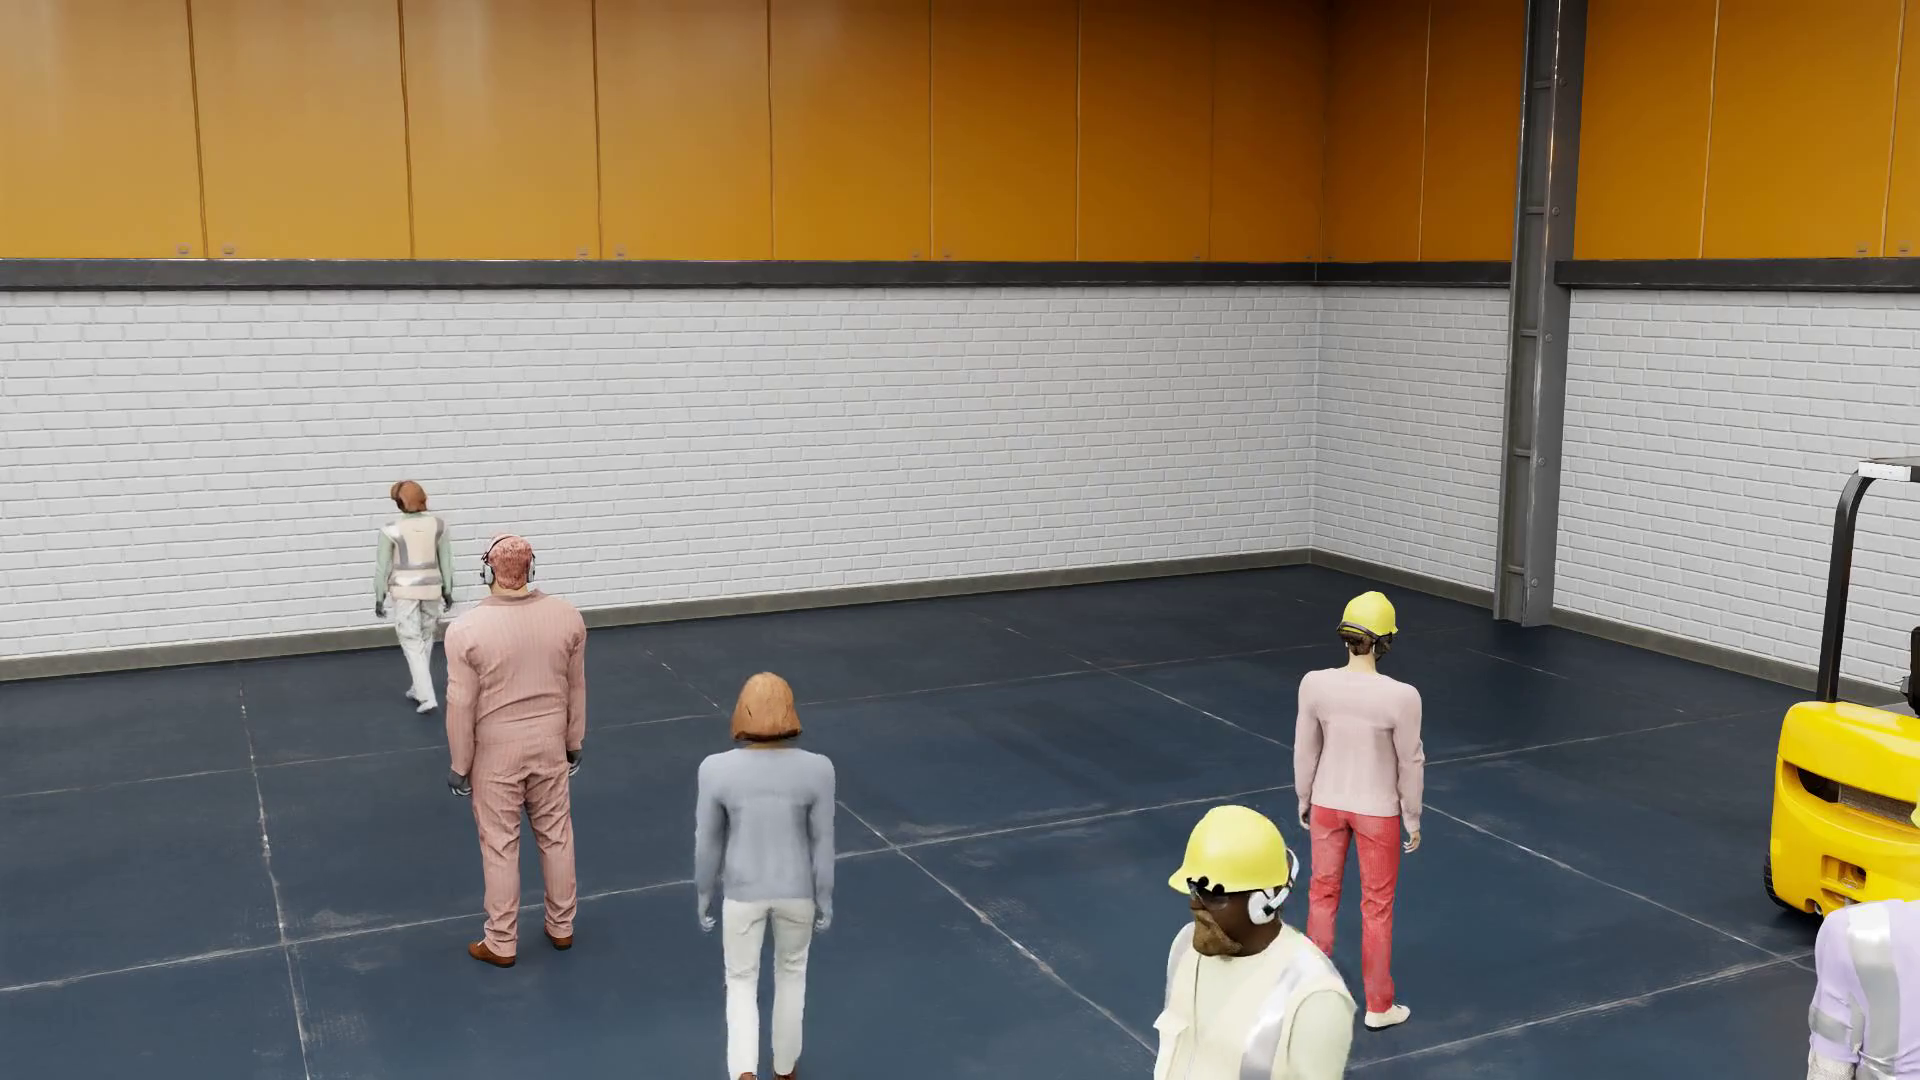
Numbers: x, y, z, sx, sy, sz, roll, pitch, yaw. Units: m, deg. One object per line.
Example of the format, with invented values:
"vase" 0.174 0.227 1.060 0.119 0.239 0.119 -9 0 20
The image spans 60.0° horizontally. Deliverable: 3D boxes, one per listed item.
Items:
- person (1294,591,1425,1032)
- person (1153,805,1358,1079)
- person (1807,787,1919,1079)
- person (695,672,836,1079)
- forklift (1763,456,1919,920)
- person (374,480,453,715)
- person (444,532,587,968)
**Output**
"person" 1.610 1.081 6.713 0.532 1.767 0.328 6 11 34
"person" 0.715 1.501 3.987 0.843 1.807 0.586 -6 11 -33
"person" 2.293 1.450 3.922 0.590 1.927 0.367 3 10 16
"person" -0.690 1.284 5.924 0.506 1.612 0.663 -1 9 -6
"forklift" 4.857 0.731 7.561 2.313 2.155 1.214 -4 10 -25
"person" -3.770 0.388 11.486 0.533 1.613 0.702 -9 13 -43
"person" -1.956 0.914 7.316 0.641 1.908 0.407 -8 12 -40
